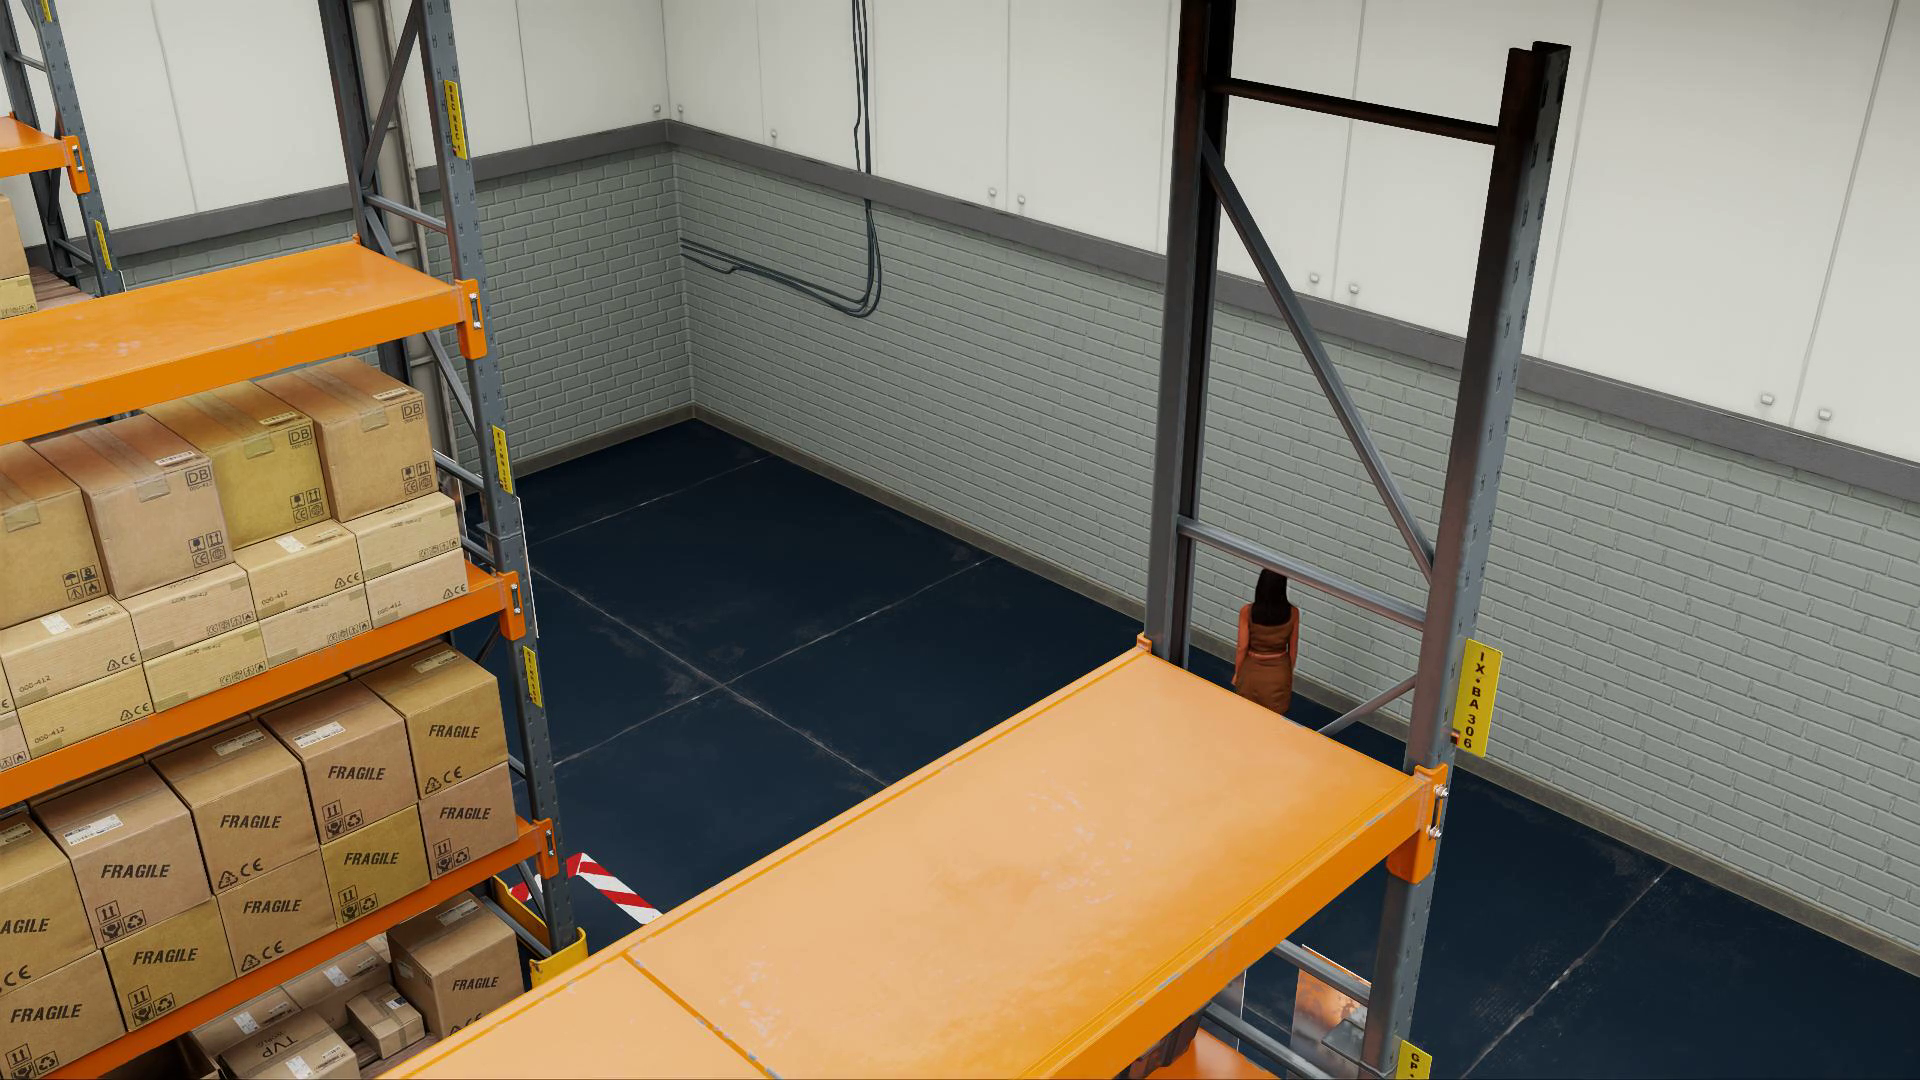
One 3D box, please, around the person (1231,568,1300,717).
[{"bbox_3d":[2.013,0.912,11.030,0.635,1.688,0.706,-2,27,-3],"label":"person"}]
